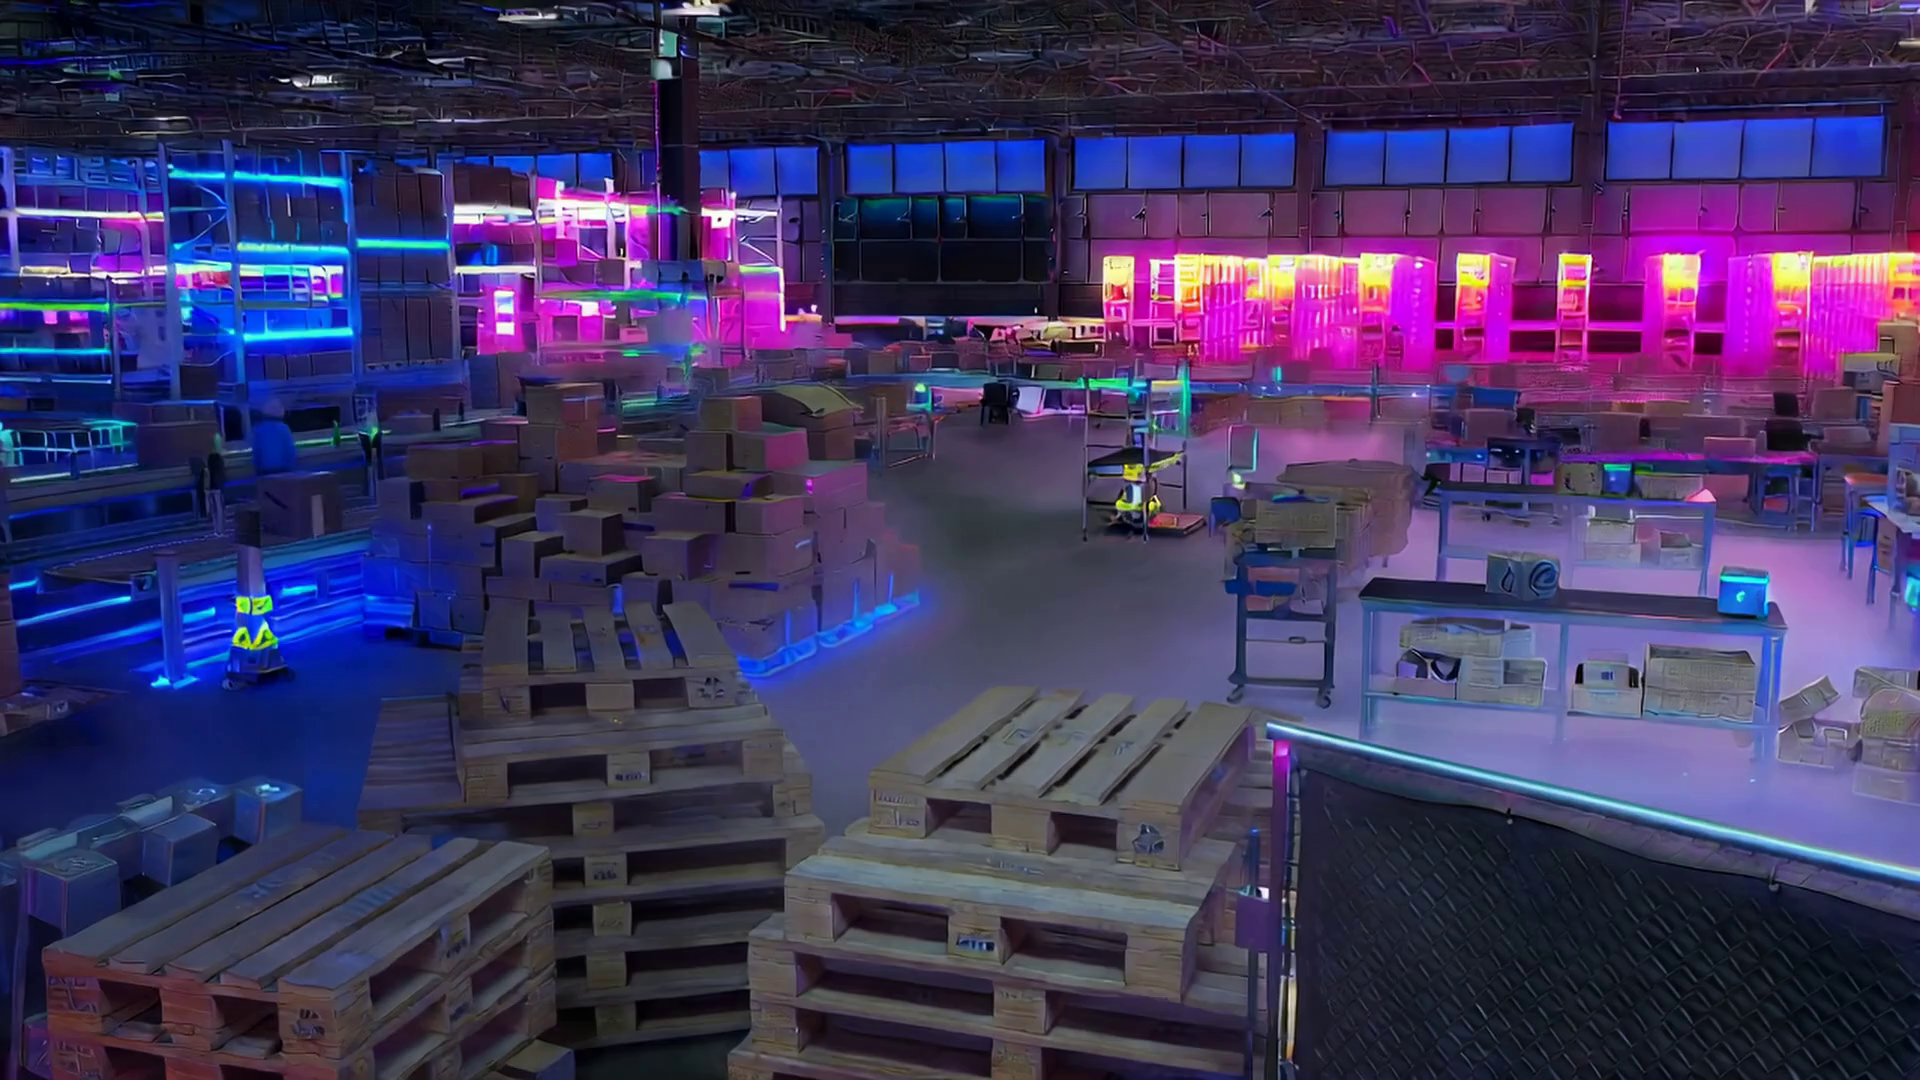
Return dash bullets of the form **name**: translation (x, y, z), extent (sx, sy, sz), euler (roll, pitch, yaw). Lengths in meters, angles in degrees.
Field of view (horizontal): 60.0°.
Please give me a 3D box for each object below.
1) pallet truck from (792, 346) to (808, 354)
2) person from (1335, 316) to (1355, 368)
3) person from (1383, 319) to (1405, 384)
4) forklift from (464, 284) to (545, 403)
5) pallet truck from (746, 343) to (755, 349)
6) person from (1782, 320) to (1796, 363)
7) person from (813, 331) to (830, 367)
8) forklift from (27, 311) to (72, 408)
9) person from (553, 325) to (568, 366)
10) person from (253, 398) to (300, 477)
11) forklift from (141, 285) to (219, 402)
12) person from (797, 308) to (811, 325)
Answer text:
- **pallet truck**: translation (-3.705, -4.298, 42.022), extent (0.653, 1.274, 1.630), euler (3, 10, 20)
- **person**: translation (12.006, -6.110, 51.898), extent (0.944, 1.788, 0.581), euler (2, 9, 14)
- **person**: translation (10.843, -4.531, 41.488), extent (0.401, 1.939, 0.602), euler (-8, 12, -41)
- **forklift**: translation (-10.832, -4.702, 39.610), extent (1.129, 2.768, 1.873), euler (3, 10, 20)
- **pallet truck**: translation (-6.183, -4.618, 44.264), extent (1.601, 1.201, 0.680), euler (-9, 12, -43)
- **person**: translation (23.413, -5.373, 47.073), extent (0.389, 1.841, 0.564), euler (1, 9, 3)
- **person**: translation (-3.193, -4.019, 38.947), extent (0.876, 1.727, 0.543), euler (1, 9, 9)
- **forklift**: translation (-20.457, -4.363, 37.487), extent (1.873, 2.768, 1.129), euler (3, 10, 19)
- **person**: translation (-11.533, -5.493, 48.390), extent (0.550, 1.655, 0.849), euler (2, 9, 12)
- **person**: translation (-7.864, -0.825, 19.200), extent (0.534, 1.616, 0.474), euler (3, 9, 17)
- **forklift**: translation (-17.089, -4.093, 35.788), extent (1.873, 2.768, 1.129), euler (3, 10, 20)
- **person**: translation (-6.120, -8.251, 65.517), extent (0.636, 1.732, 0.557), euler (-7, 11, -38)
